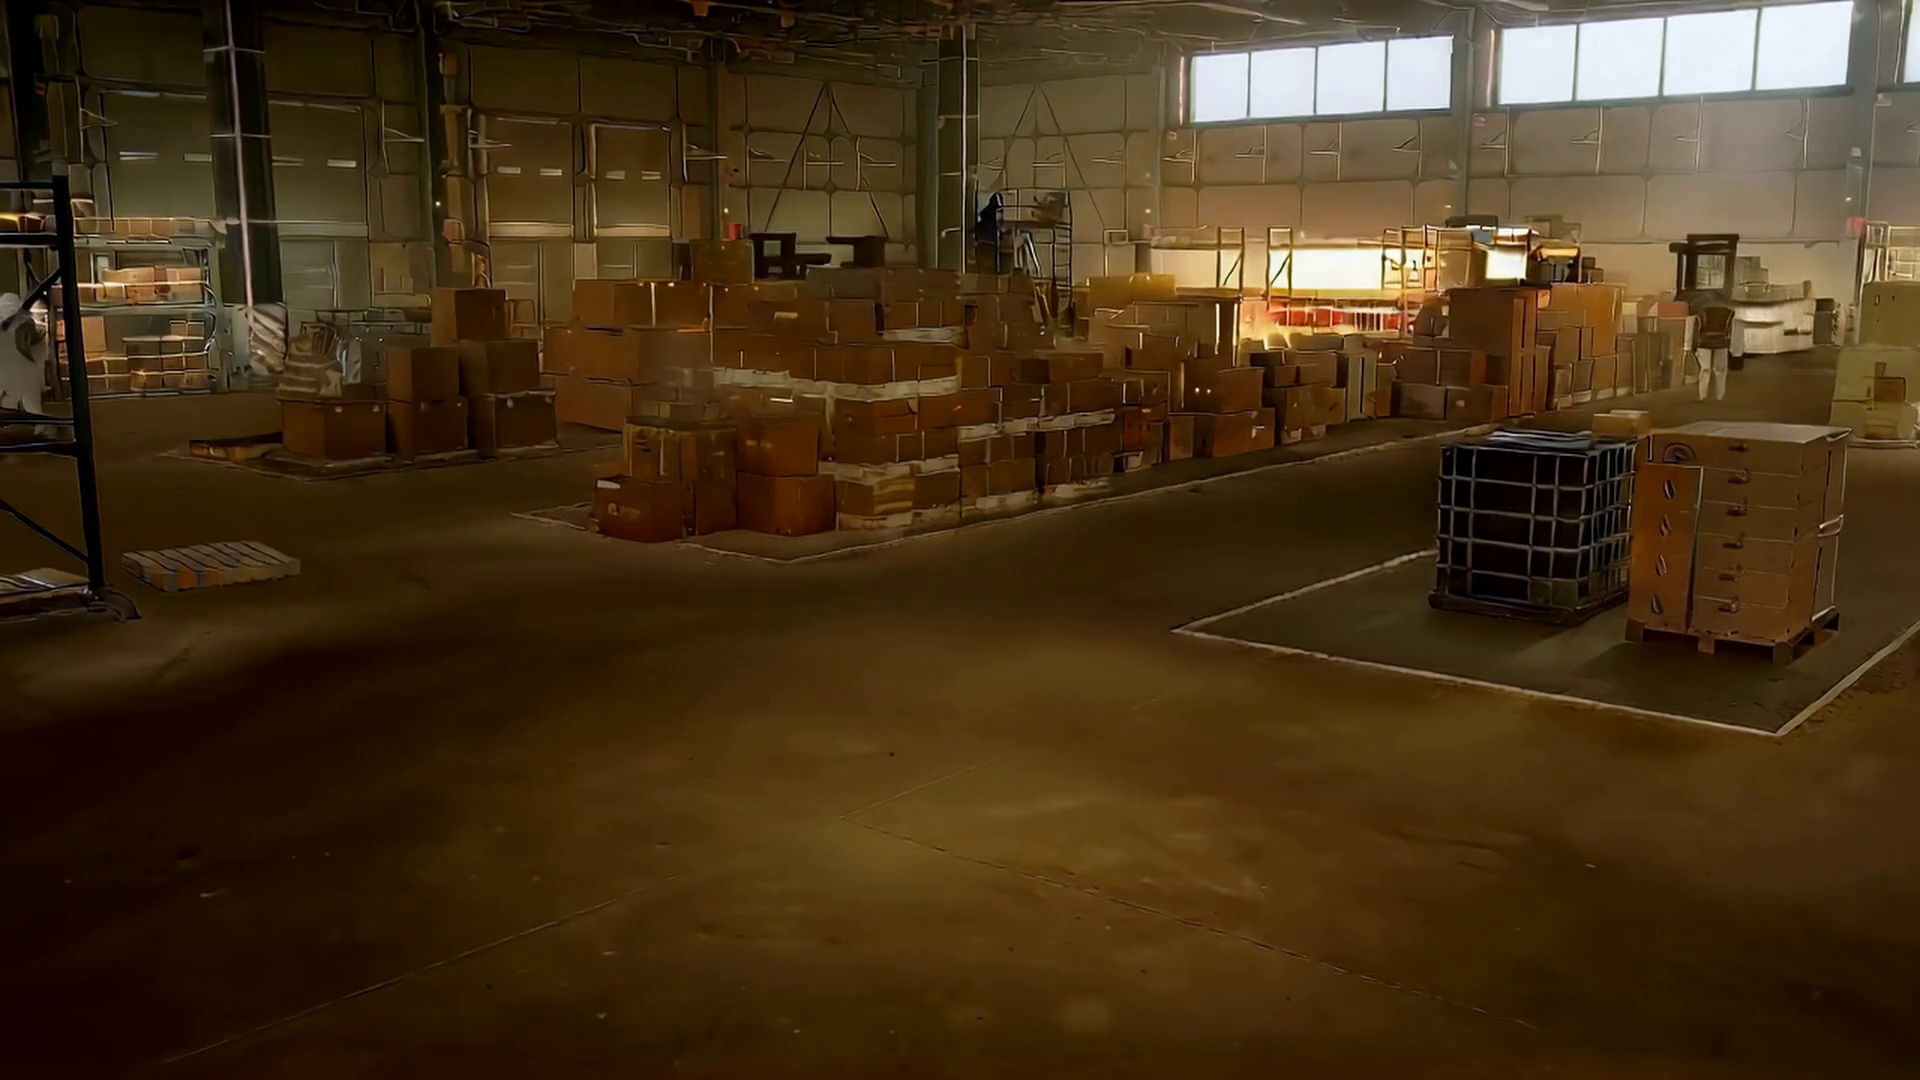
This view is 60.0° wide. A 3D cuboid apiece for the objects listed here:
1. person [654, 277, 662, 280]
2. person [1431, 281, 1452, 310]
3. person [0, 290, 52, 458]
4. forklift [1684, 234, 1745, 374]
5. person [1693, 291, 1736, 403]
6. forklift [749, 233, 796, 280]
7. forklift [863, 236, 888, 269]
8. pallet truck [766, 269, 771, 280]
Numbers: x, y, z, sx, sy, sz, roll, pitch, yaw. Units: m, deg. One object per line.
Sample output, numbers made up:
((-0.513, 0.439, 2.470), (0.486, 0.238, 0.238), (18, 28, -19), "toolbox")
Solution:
((-6.519, -4.725, 36.019), (0.636, 1.929, 0.385), (-5, 11, -25), "person")
((9.710, -4.208, 33.206), (0.673, 1.899, 0.753), (1, 10, 6), "person")
((-11.507, -2.023, 20.301), (0.677, 2.000, 0.536), (-2, 10, -12), "person")
((15.271, -4.841, 33.954), (1.129, 2.768, 1.873), (8, 13, 40), "forklift")
((12.391, -3.163, 27.353), (0.634, 1.842, 0.429), (3, 10, 17), "person")
((-3.523, -4.397, 31.428), (1.873, 2.768, 1.129), (8, 13, 40), "forklift")
((-2.001, -5.814, 39.492), (1.873, 2.768, 1.129), (2, 10, 14), "forklift")
((-4.996, -6.432, 45.525), (1.885, 1.965, 0.823), (-6, 12, -32), "pallet truck")
